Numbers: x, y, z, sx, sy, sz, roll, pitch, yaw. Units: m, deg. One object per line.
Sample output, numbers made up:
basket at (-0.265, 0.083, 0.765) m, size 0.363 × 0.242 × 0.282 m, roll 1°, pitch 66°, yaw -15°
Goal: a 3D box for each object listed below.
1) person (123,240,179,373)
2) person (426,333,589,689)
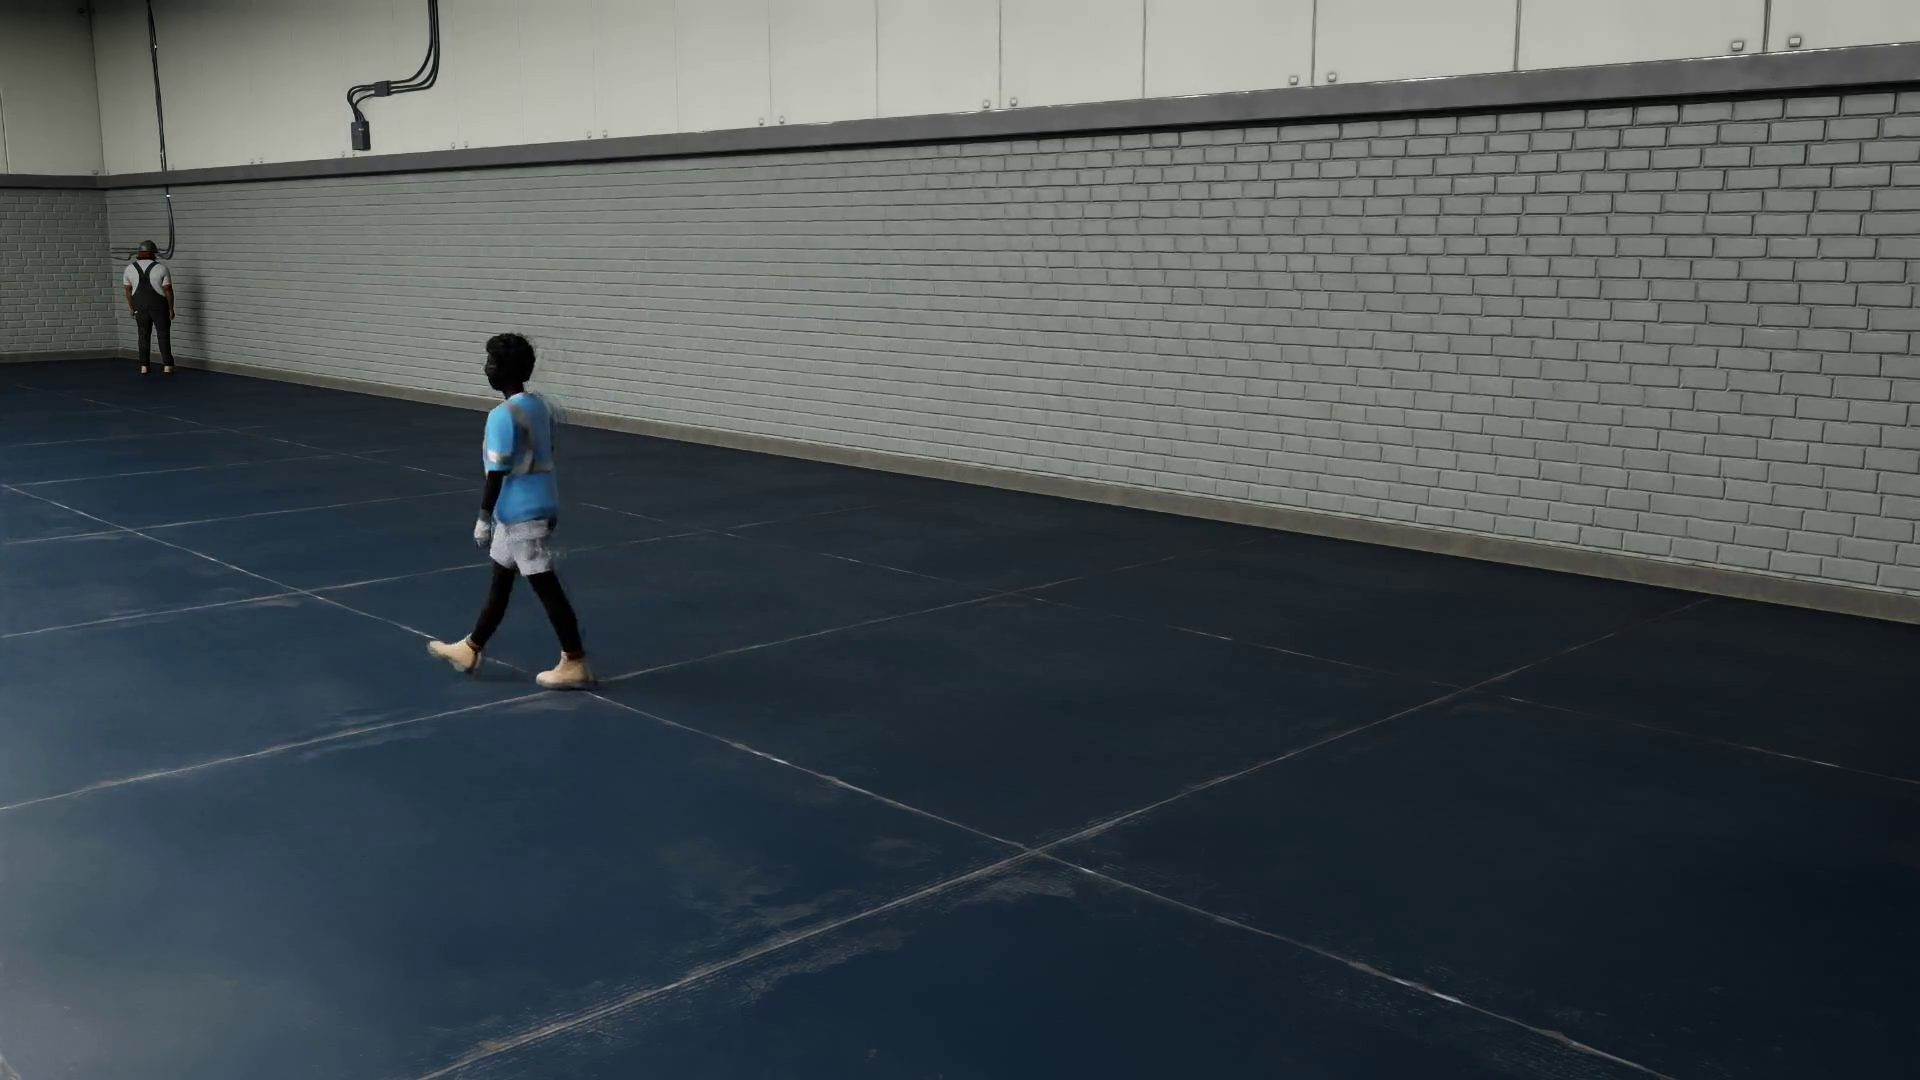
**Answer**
person at (-12.511, -3.600, 25.777) m, size 0.687 × 2.000 × 0.535 m, roll -1°, pitch 10°, yaw -6°
person at (-2.135, -0.128, 7.757) m, size 0.843 × 1.648 × 0.552 m, roll 1°, pitch 10°, yaw 3°
